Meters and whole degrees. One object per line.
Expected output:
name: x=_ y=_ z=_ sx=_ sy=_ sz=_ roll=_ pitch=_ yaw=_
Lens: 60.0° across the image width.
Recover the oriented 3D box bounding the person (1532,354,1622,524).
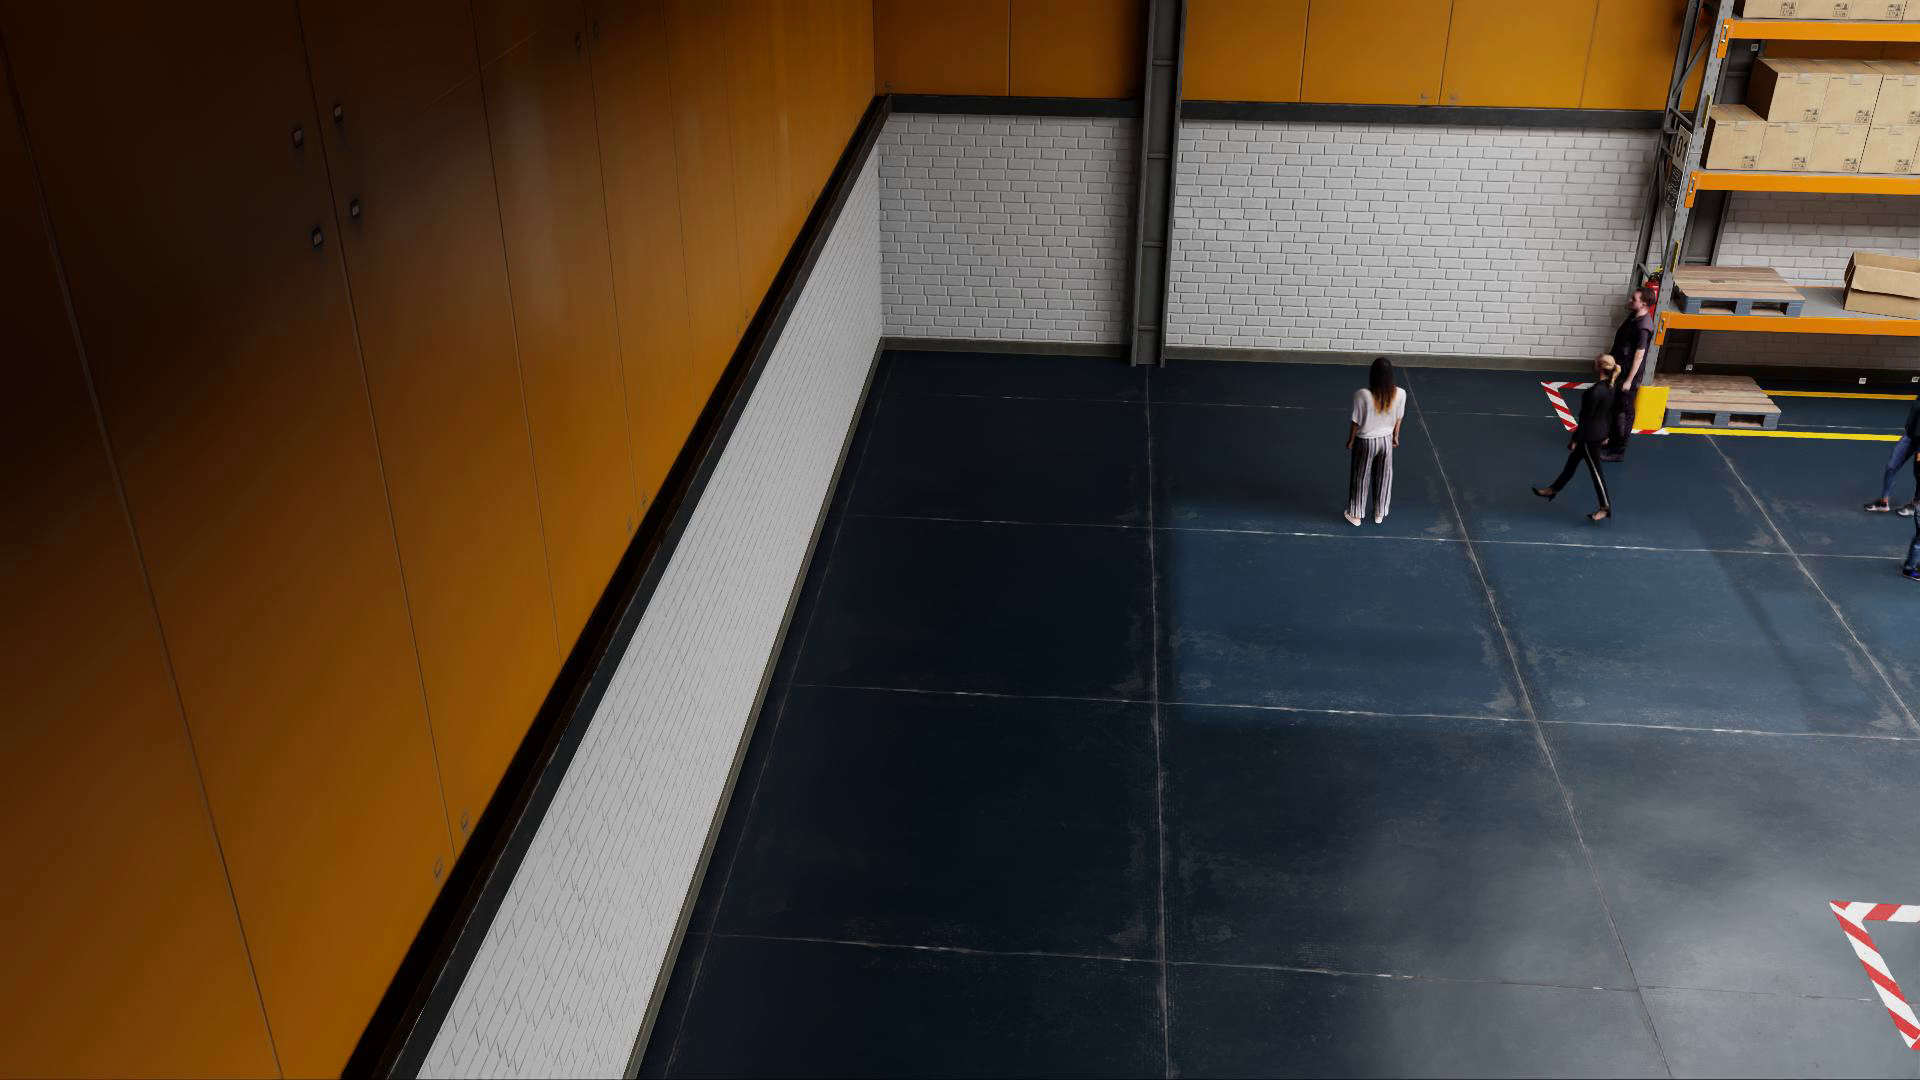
person: x=6.075 y=-0.913 z=15.783 sx=1.146 sy=1.659 sz=1.011 roll=22 pitch=35 yaw=34

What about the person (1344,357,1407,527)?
person: x=3.929 y=-0.945 z=15.821 sx=0.645 sy=1.679 sz=0.801 roll=-4 pitch=29 yaw=-7

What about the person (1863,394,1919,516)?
person: x=9.284 y=-0.944 z=15.904 sx=0.846 sy=1.597 sz=0.699 roll=-3 pitch=29 yaw=-6

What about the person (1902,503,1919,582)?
person: x=8.739 y=-0.248 z=14.980 sx=0.575 sy=1.260 sz=0.540 roll=12 pitch=31 yaw=21

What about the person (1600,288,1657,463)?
person: x=6.845 y=-1.713 z=17.055 sx=0.597 sy=1.845 sz=0.725 roll=5 pitch=29 yaw=8
